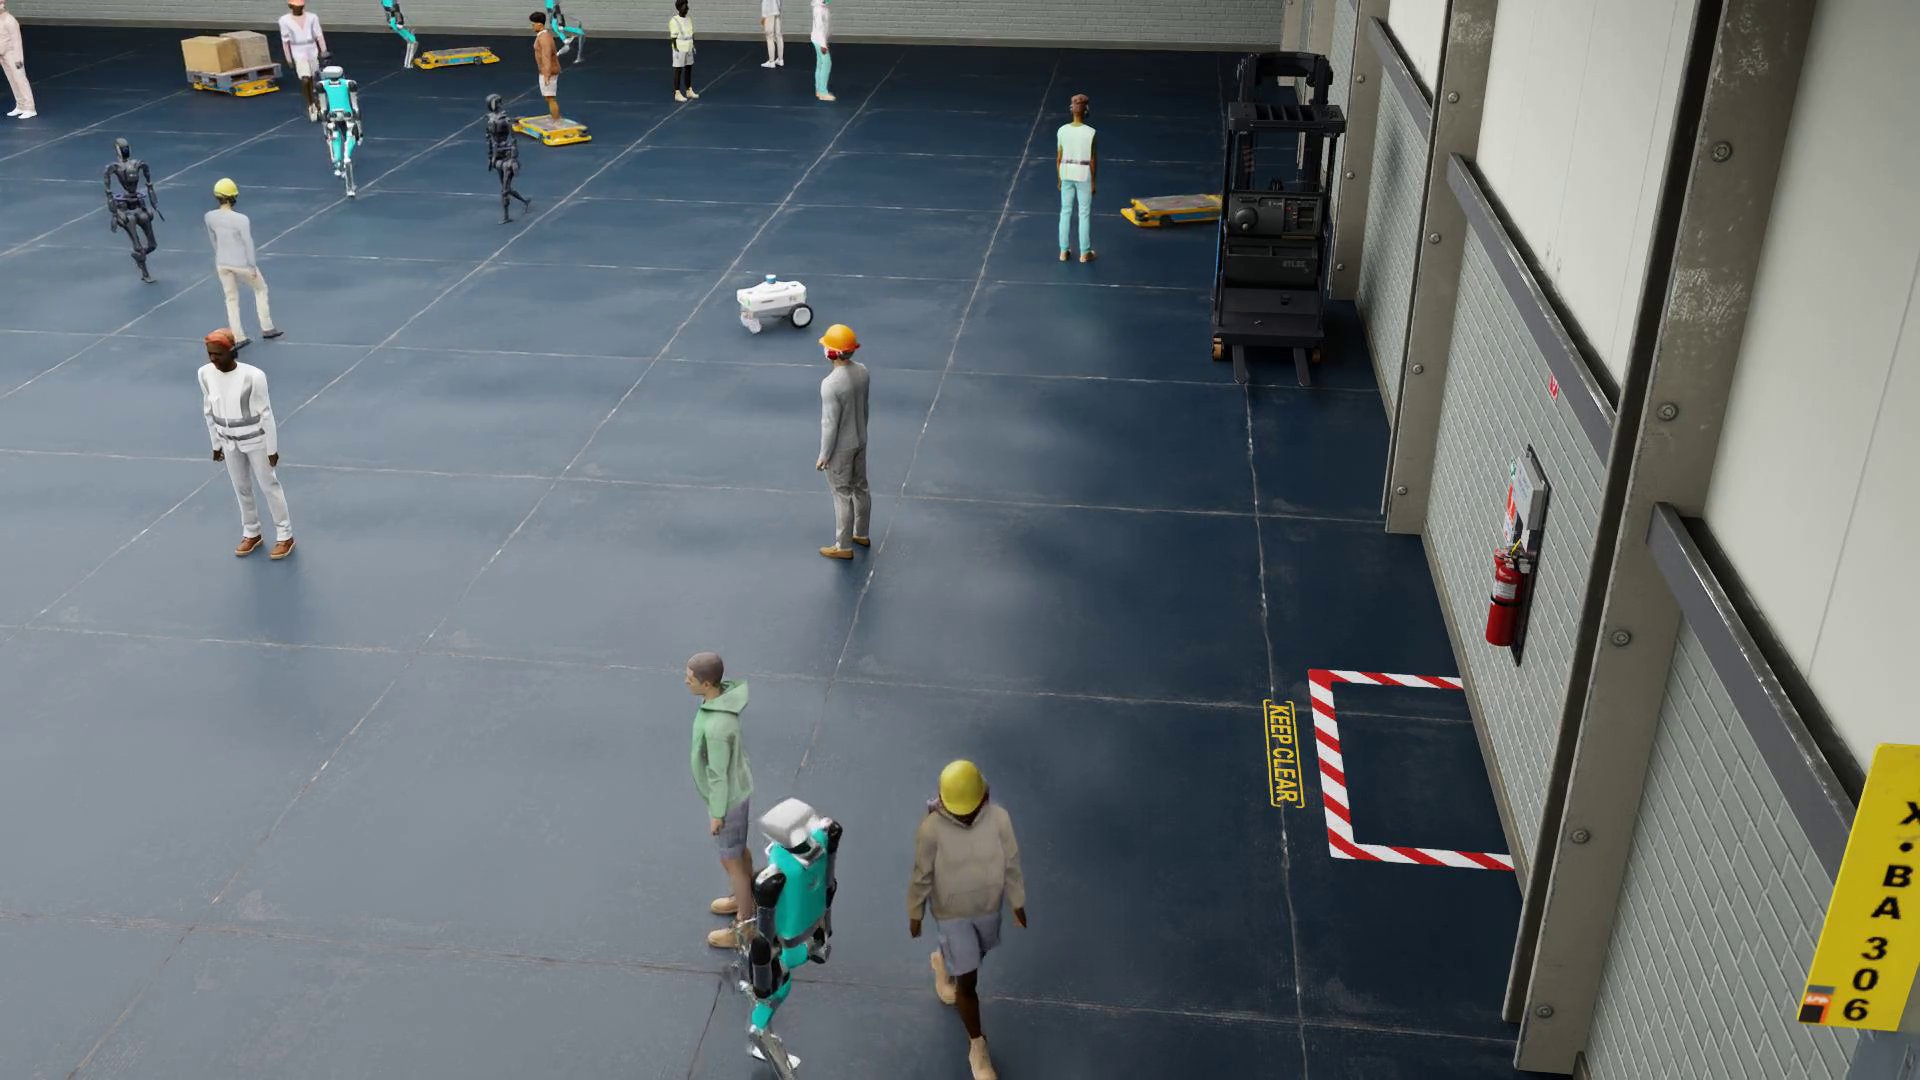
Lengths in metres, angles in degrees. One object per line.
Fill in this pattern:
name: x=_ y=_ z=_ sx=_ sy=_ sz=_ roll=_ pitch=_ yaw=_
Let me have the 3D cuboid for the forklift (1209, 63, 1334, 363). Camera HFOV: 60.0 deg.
forklift: x=3.241 y=-3.477 z=17.183 sx=1.129 sy=2.768 sz=1.873 roll=3 pitch=27 yaw=6

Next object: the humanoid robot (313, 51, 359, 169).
humanoid robot: x=-9.016 y=-6.160 z=23.884 sx=0.610 sy=1.647 sz=0.430 roll=6 pitch=27 yaw=11

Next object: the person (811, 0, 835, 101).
person: x=-2.342 y=-8.419 z=28.163 sx=0.360 sy=1.890 sz=0.535 roll=1 pitch=27 yaw=1

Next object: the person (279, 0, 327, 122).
person: x=-10.448 y=-7.740 z=26.651 sx=0.624 sy=2.013 sz=0.869 roll=-19 pitch=32 yaw=-32

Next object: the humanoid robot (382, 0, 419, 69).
humanoid robot: x=-10.265 y=-9.563 z=30.612 sx=0.667 sy=1.803 sz=0.540 roll=-23 pitch=34 yaw=-37

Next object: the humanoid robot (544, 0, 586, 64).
humanoid robot: x=-7.282 y=-9.565 z=30.620 sx=1.050 sy=1.735 sz=0.544 roll=-16 pitch=31 yaw=-30

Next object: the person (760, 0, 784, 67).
person: x=-3.474 y=-9.703 z=30.717 sx=0.385 sy=1.874 sz=0.513 roll=19 pitch=32 yaw=33

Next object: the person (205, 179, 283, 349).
person: x=-7.463 y=-2.887 z=17.258 sx=0.526 sy=1.746 sz=0.662 roll=5 pitch=27 yaw=9

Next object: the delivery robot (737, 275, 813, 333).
delivery robot: x=-2.006 y=-2.563 z=17.931 sx=0.762 sy=0.590 sz=0.526 roll=-14 pitch=30 yaw=-26

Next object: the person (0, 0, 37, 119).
person: x=-15.376 y=-7.805 z=26.893 sx=0.650 sy=1.907 sz=0.413 roll=19 pitch=32 yaw=33

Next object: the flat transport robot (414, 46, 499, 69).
flat transport robot: x=-9.442 y=-9.042 z=31.190 sx=1.431 sy=0.231 sz=0.659 roll=-14 pitch=30 yaw=-26

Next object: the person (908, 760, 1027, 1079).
person: x=0.020 y=1.730 z=8.064 sx=0.562 sy=1.727 sz=0.835 roll=-8 pitch=28 yaw=-16

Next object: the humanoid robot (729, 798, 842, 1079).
humanoid robot: x=-0.901 y=1.900 z=7.720 sx=0.893 sy=1.771 sz=0.560 roll=17 pitch=31 yaw=30

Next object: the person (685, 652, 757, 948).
person: x=-1.241 y=1.359 z=8.797 sx=0.315 sy=1.734 sz=0.478 roll=-3 pitch=27 yaw=-6

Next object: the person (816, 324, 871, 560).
person: x=-0.891 y=-0.761 z=12.842 sx=0.352 sy=1.898 sz=0.561 roll=15 pitch=30 yaw=27

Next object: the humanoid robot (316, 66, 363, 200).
humanoid robot: x=-8.316 y=-5.397 z=22.325 sx=0.530 sy=1.772 sz=1.006 roll=-4 pitch=27 yaw=-8

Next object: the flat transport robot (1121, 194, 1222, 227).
flat transport robot: x=2.889 y=-4.304 z=21.731 sx=1.431 sy=0.231 sz=0.659 roll=-6 pitch=27 yaw=-13

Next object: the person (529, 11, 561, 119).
person: x=-6.421 y=-7.287 z=25.929 sx=0.410 sy=1.843 sz=0.794 roll=-8 pitch=28 yaw=-15

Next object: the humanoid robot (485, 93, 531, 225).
humanoid robot: x=-5.834 y=-4.950 z=21.476 sx=0.616 sy=1.636 sz=0.693 roll=19 pitch=32 yaw=33

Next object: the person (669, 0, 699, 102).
person: x=-4.671 y=-8.293 z=28.108 sx=0.322 sy=1.690 sz=0.532 roll=16 pitch=31 yaw=29

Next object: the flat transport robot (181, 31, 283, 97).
flat transport robot: x=-12.631 y=-7.931 z=28.971 sx=1.431 sy=0.231 sz=0.659 roll=16 pitch=31 yaw=28

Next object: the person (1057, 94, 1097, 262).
person: x=1.382 y=-4.296 z=19.811 sx=0.484 sy=1.978 sz=0.411 roll=10 pitch=28 yaw=20

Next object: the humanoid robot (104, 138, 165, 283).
humanoid robot: x=-9.587 y=-3.828 z=19.213 sx=0.586 sy=1.634 sz=0.611 roll=19 pitch=32 yaw=33

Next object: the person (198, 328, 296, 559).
person: x=-5.520 y=-0.745 z=12.838 sx=0.571 sy=1.877 sz=0.349 roll=5 pitch=27 yaw=11

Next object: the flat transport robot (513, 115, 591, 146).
flat transport robot: x=-6.362 y=-6.386 z=25.888 sx=0.659 sy=0.231 sz=1.431 roll=-19 pitch=32 yaw=-33
